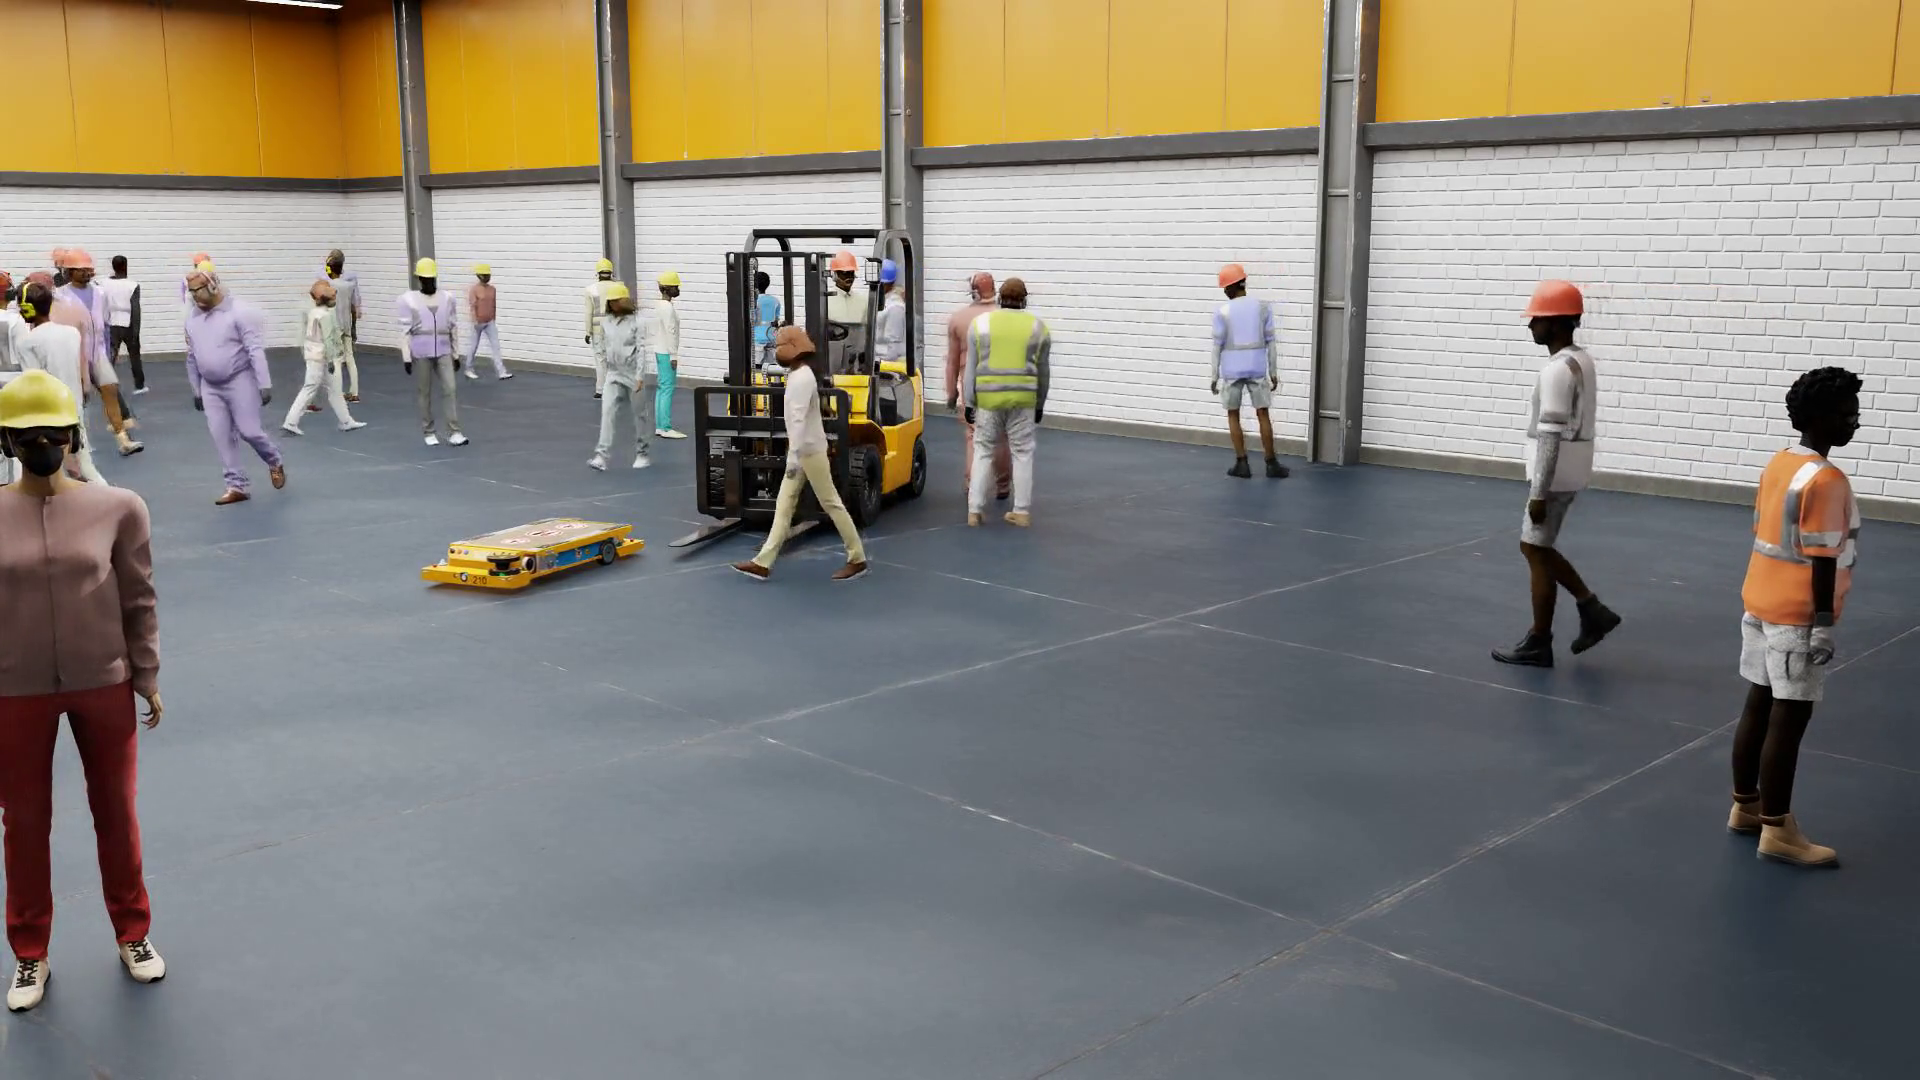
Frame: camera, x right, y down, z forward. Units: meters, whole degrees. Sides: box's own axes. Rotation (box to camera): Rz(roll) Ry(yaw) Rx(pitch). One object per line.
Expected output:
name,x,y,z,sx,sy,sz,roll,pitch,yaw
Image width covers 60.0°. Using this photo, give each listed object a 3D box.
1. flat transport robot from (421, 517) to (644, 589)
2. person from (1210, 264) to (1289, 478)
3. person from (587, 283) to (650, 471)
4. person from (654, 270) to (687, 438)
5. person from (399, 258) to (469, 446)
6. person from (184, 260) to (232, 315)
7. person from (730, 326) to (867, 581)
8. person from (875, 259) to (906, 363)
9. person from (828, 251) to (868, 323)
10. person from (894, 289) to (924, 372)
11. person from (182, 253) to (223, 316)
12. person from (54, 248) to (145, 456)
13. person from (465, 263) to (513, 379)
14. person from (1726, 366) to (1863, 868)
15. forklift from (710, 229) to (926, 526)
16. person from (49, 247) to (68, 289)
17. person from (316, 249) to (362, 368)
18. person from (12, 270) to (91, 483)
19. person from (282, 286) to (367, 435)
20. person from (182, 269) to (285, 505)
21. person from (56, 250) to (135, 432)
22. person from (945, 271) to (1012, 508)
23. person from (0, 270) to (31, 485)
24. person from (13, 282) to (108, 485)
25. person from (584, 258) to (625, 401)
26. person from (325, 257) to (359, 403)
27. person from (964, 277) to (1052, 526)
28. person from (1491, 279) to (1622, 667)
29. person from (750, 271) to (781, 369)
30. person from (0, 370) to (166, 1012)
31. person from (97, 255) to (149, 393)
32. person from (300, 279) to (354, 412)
flat transport robot,-2.698,0.063,10.629,0.652,0.197,1.431,5,11,23
person,2.549,-1.485,14.682,0.712,1.876,0.357,0,10,2
person,-3.071,-1.459,15.032,0.493,1.703,0.877,3,11,14
person,-3.063,-1.957,17.568,0.326,1.767,0.533,-4,11,-21
person,-5.274,-1.865,16.700,0.623,1.890,0.876,-7,13,-35
person,-9.816,-2.751,21.787,0.600,1.814,0.698,-8,13,-36
person,-0.974,-0.521,10.232,0.865,1.568,0.603,-2,11,-10
person,-0.689,-1.627,15.386,0.494,1.918,0.662,-5,11,-24
person,-1.030,-1.538,14.651,0.611,1.996,0.379,-9,13,-39
person,-0.631,-1.799,17.205,0.488,1.577,0.828,-3,11,-15
person,-10.535,-3.061,23.269,0.565,1.882,1.015,-1,10,-7
person,-8.307,-1.775,15.934,1.006,1.995,0.630,6,12,29
person,-7.077,-3.240,24.708,0.924,1.715,0.543,7,13,35
person,2.869,0.251,5.706,0.321,1.699,0.537,1,10,7
forklift,-1.050,-1.319,12.920,1.214,2.155,2.313,2,11,13
person,-12.975,-3.246,24.091,0.644,1.941,1.016,5,11,24
person,-10.103,-3.780,27.145,0.662,1.890,0.985,-1,10,-8
person,-7.414,-1.244,13.449,0.981,1.845,0.625,2,11,10
person,-6.900,-1.922,17.857,0.879,1.594,0.553,-5,12,-26
person,-5.847,-1.243,13.401,0.726,1.868,0.658,2,11,11
person,-9.526,-2.193,18.104,1.060,2.000,0.685,-1,10,-4
person,0.214,-1.194,13.170,0.663,1.859,0.940,1,10,6
person,-6.919,-1.015,12.102,0.584,1.883,0.345,3,11,17
person,-6.038,-0.824,11.237,0.903,1.833,0.526,5,12,26
person,-4.584,-2.724,21.563,0.602,1.830,0.404,-6,12,-30
person,-7.894,-2.657,21.134,0.316,1.861,0.513,6,12,31
person,0.343,-0.993,12.142,0.636,1.830,0.437,0,10,1
person,2.940,-0.308,8.142,0.493,1.924,0.573,6,12,31
person,-2.402,-2.412,20.237,0.319,1.696,0.532,9,14,40
person,-2.508,0.411,4.646,0.525,1.772,0.307,-7,12,-32
person,-11.185,-2.844,22.123,0.609,1.882,0.975,0,10,-1
person,-7.724,-2.373,20.281,0.507,1.589,0.842,6,12,30
